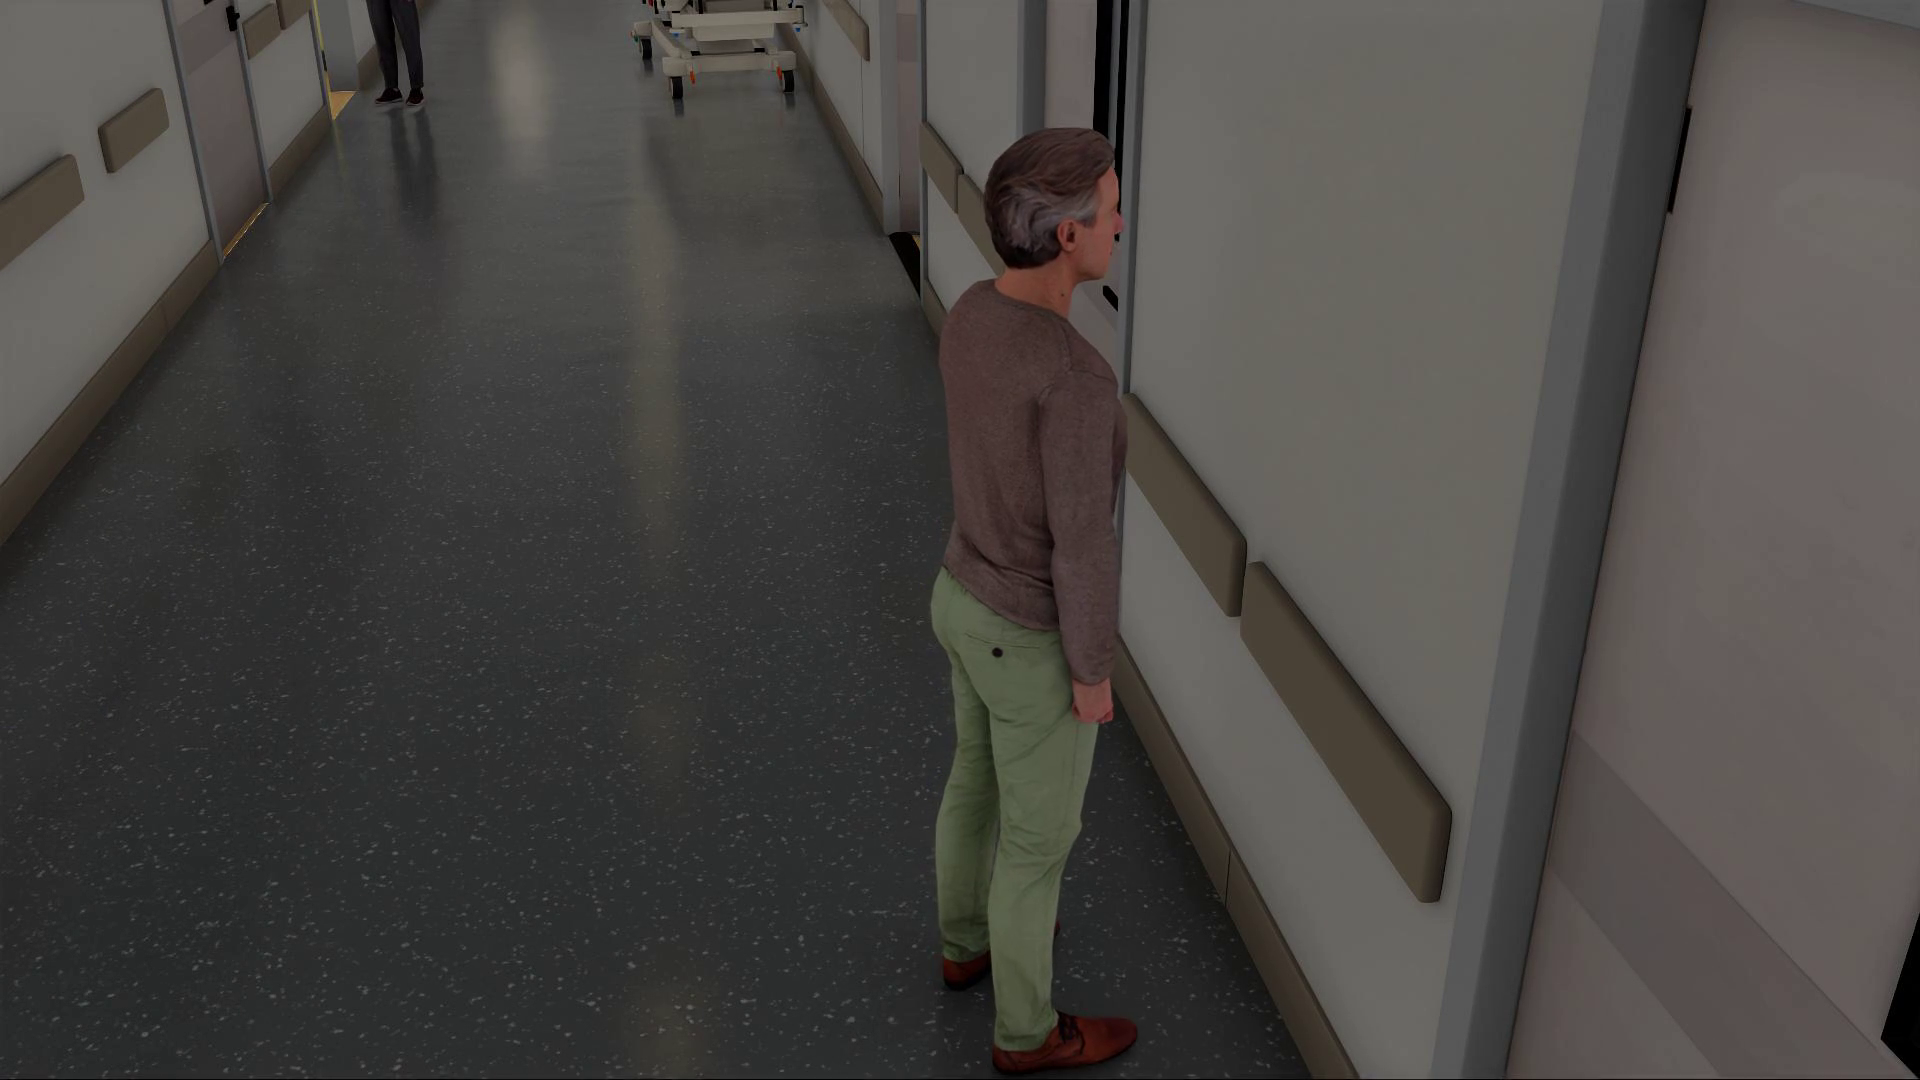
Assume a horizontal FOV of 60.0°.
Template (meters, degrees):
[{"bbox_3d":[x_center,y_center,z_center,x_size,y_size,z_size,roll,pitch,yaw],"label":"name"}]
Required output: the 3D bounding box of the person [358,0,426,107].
[{"bbox_3d":[-4.132,-4.035,12.026,0.592,1.734,0.739,5,26,10],"label":"person"}]

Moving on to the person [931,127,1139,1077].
[{"bbox_3d":[0.115,0.166,3.159,0.679,1.870,0.728,-11,28,-22],"label":"person"}]
